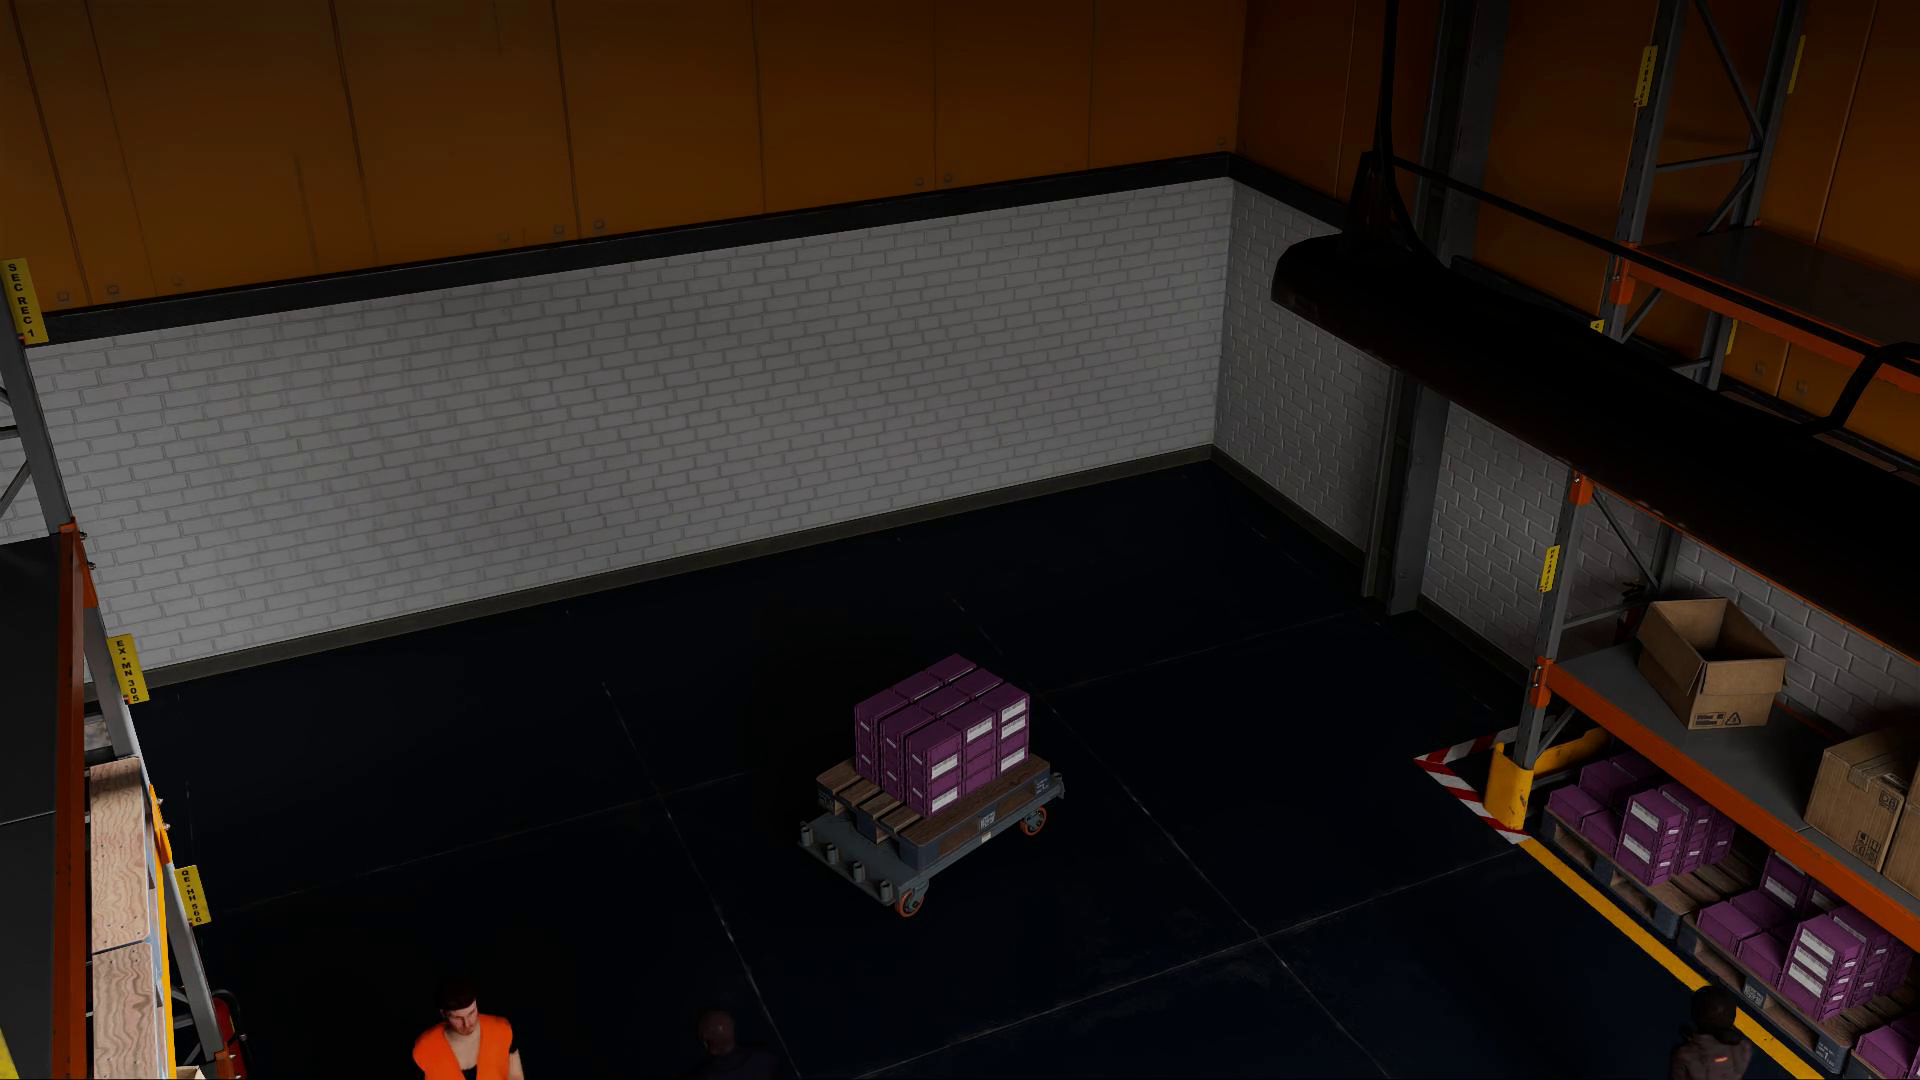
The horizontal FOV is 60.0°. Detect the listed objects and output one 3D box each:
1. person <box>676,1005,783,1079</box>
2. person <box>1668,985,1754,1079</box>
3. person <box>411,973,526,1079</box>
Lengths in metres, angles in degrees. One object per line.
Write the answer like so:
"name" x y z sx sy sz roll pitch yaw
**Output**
"person" -1.017 2.932 7.688 0.873 1.792 1.147 -20 34 -32
"person" 3.527 2.767 8.162 0.745 1.627 1.114 -8 30 -14
"person" -2.330 2.757 7.926 0.679 1.871 0.943 -12 31 -21
